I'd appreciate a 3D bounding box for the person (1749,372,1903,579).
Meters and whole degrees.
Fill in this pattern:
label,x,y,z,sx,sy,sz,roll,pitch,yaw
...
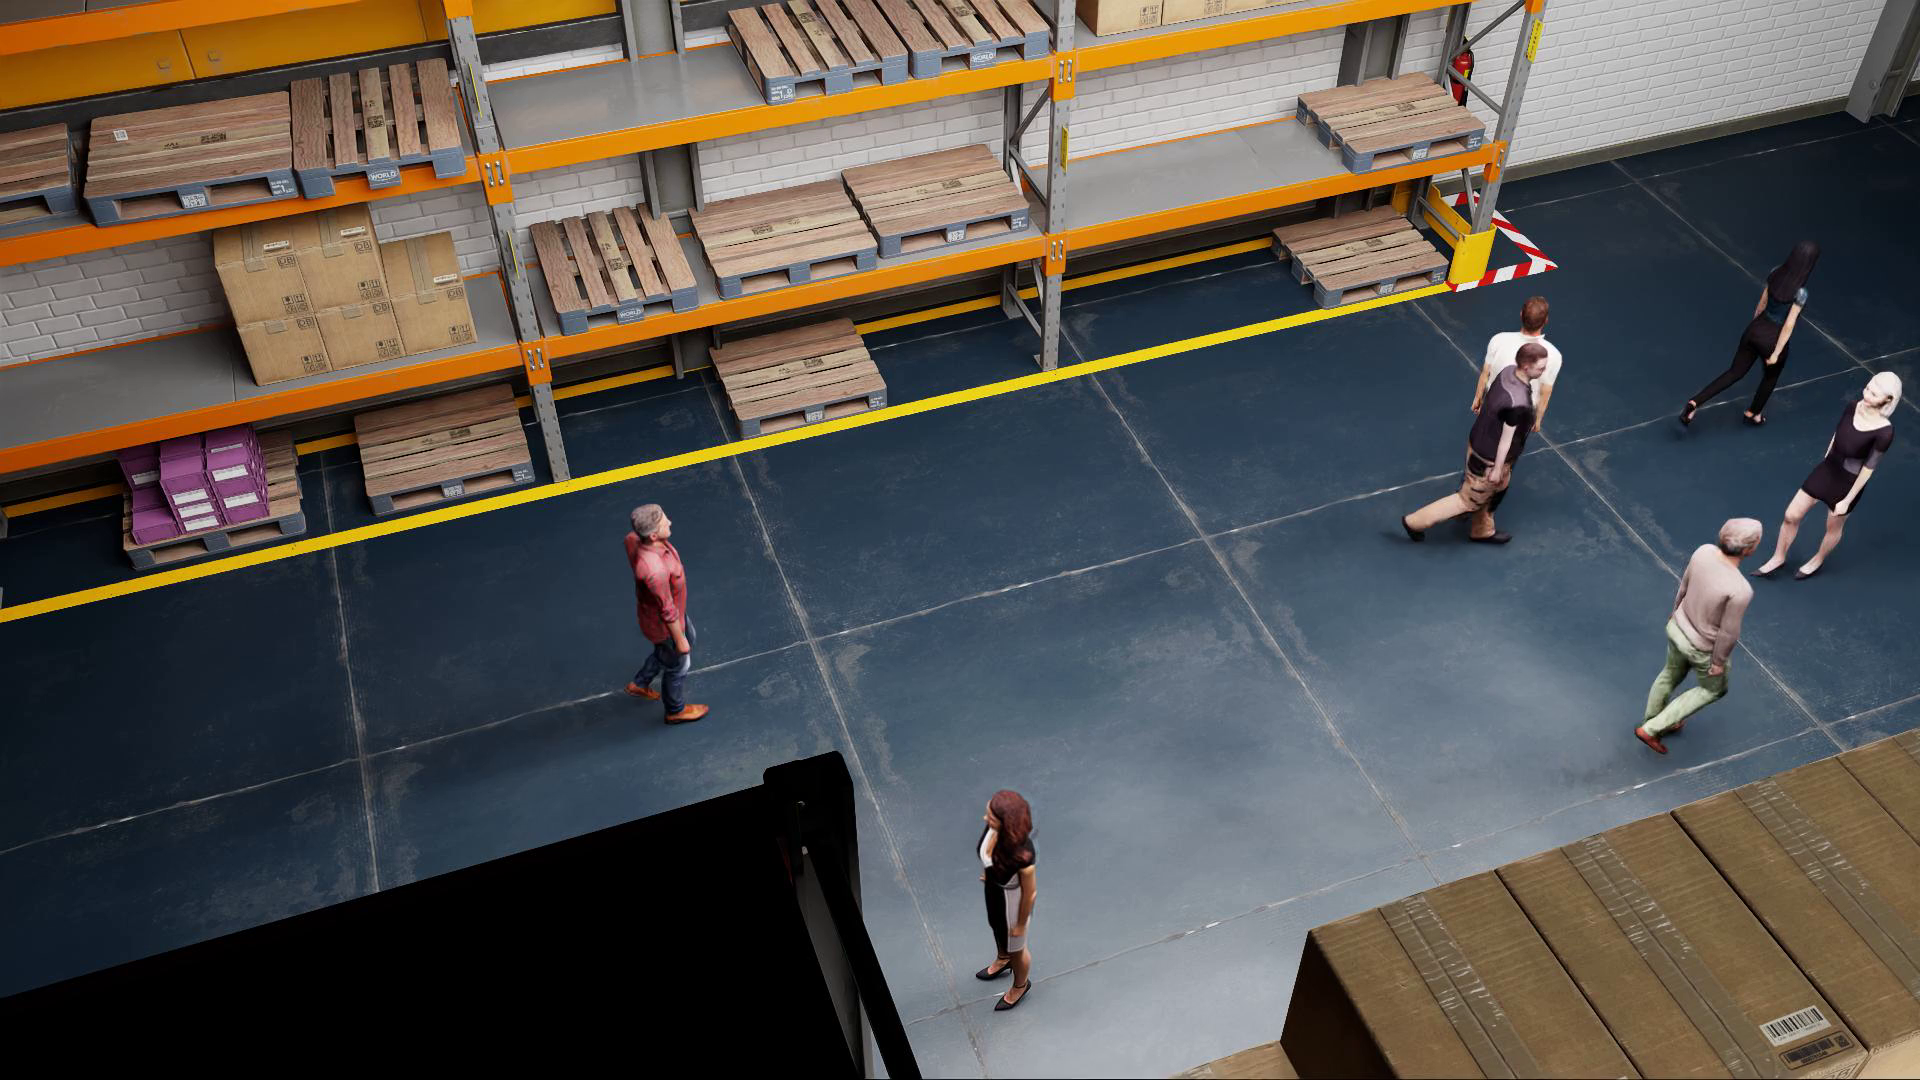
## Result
label,x,y,z,sx,sy,sz,roll,pitch,yaw
person,6.036,-0.407,11.267,0.769,1.812,0.593,-17,46,-17

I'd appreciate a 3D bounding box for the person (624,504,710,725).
label,x,y,z,sx,sy,sz,roll,pitch,yaw
person,-1.921,0.504,10.305,0.732,1.821,0.682,-14,45,-14

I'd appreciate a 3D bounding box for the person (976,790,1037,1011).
label,x,y,z,sx,sy,sz,roll,pitch,yaw
person,0.251,1.912,8.845,0.507,1.795,0.597,-17,46,-17

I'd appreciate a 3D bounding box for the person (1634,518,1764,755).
label,x,y,z,sx,sy,sz,roll,pitch,yaw
person,4.426,0.627,10.146,0.718,1.862,0.716,-11,45,-11

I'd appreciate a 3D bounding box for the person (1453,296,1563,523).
label,x,y,z,sx,sy,sz,roll,pitch,yaw
person,3.828,-0.852,11.721,1.009,1.831,1.128,25,49,24

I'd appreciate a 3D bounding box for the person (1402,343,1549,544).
label,x,y,z,sx,sy,sz,roll,pitch,yaw
person,3.585,-0.637,11.512,1.166,1.808,1.011,8,44,8

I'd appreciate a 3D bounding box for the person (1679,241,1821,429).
label,x,y,z,sx,sy,sz,roll,pitch,yaw
person,5.951,-1.462,12.454,1.047,1.703,0.565,-14,45,-14
